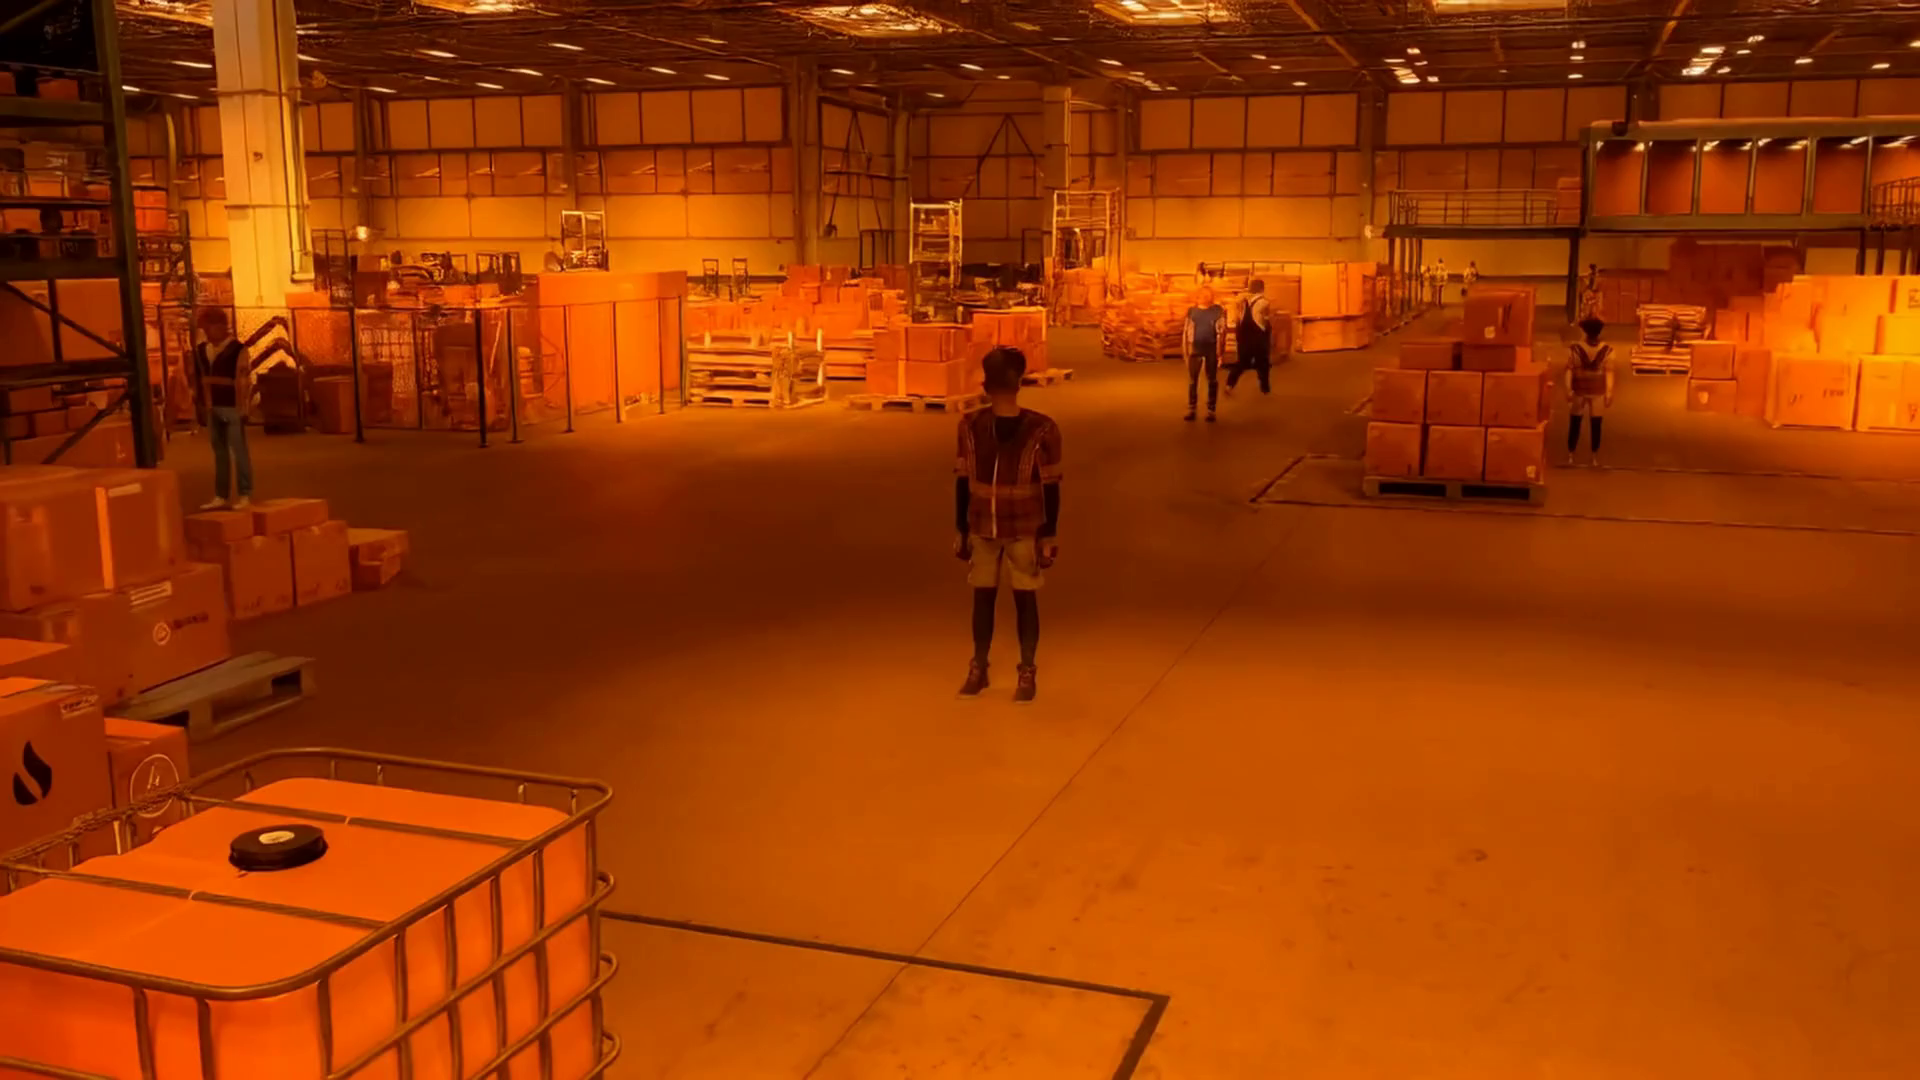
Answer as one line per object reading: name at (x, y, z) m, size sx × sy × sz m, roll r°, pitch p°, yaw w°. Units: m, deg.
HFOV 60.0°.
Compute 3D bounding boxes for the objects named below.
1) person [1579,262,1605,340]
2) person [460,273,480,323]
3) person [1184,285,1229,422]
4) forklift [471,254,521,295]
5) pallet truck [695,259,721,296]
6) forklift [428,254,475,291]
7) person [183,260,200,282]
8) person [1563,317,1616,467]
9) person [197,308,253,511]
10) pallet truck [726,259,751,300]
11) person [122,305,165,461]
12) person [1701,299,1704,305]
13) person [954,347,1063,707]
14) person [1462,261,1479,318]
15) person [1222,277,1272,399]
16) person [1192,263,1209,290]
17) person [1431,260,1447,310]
person at (16.596, -6.265, 43.708) m, size 0.606 × 2.045 × 0.389 m, roll 4°, pitch 11°, yaw 21°
person at (-11.440, -5.307, 38.832) m, size 0.521 × 1.864 × 0.334 m, roll 4°, pitch 11°, yaw 21°
person at (3.478, -2.639, 23.595) m, size 0.628 × 1.936 × 0.377 m, roll 4°, pitch 11°, yaw 21°
forklift at (-17.990, -10.121, 64.684) m, size 1.157 × 1.987 × 2.680 m, roll 3°, pitch 11°, yaw 17°
pallet truck at (-9.165, -9.627, 62.776) m, size 0.823 × 1.965 × 1.885 m, roll 4°, pitch 11°, yaw 23°
forklift at (-20.133, -10.254, 65.465) m, size 1.157 × 1.987 × 2.680 m, roll 3°, pitch 11°, yaw 19°
person at (-30.624, -10.247, 66.313) m, size 0.579 × 1.978 × 0.622 m, roll 9°, pitch 13°, yaw 41°
person at (7.107, -1.666, 18.785) m, size 0.533 × 1.697 × 0.322 m, roll 4°, pitch 11°, yaw 21°
person at (-6.943, -1.232, 15.733) m, size 0.588 × 1.915 × 0.398 m, roll 4°, pitch 11°, yaw 21°
pallet truck at (-7.986, -9.493, 62.019) m, size 0.823 × 1.965 × 1.885 m, roll 3°, pitch 11°, yaw 17°
person at (-9.475, -1.859, 19.210) m, size 0.544 × 1.933 × 0.376 m, roll 4°, pitch 11°, yaw 21°
person at (22.651, -7.449, 50.848) m, size 0.521 × 1.873 × 0.334 m, roll 4°, pitch 11°, yaw 21°
person at (0.248, -0.069, 9.047) m, size 0.605 × 1.962 × 0.373 m, roll 4°, pitch 11°, yaw 21°
person at (17.557, -8.604, 57.198) m, size 0.544 × 1.933 × 0.376 m, roll 4°, pitch 11°, yaw 21°
person at (4.732, -3.305, 27.050) m, size 0.713 × 2.000 × 0.929 m, roll 9°, pitch 14°, yaw 43°
person at (8.246, -8.545, 57.004) m, size 0.574 × 1.883 × 0.360 m, roll 4°, pitch 11°, yaw 21°
person at (18.436, -9.814, 64.024) m, size 0.587 × 1.928 × 0.381 m, roll 4°, pitch 11°, yaw 21°
